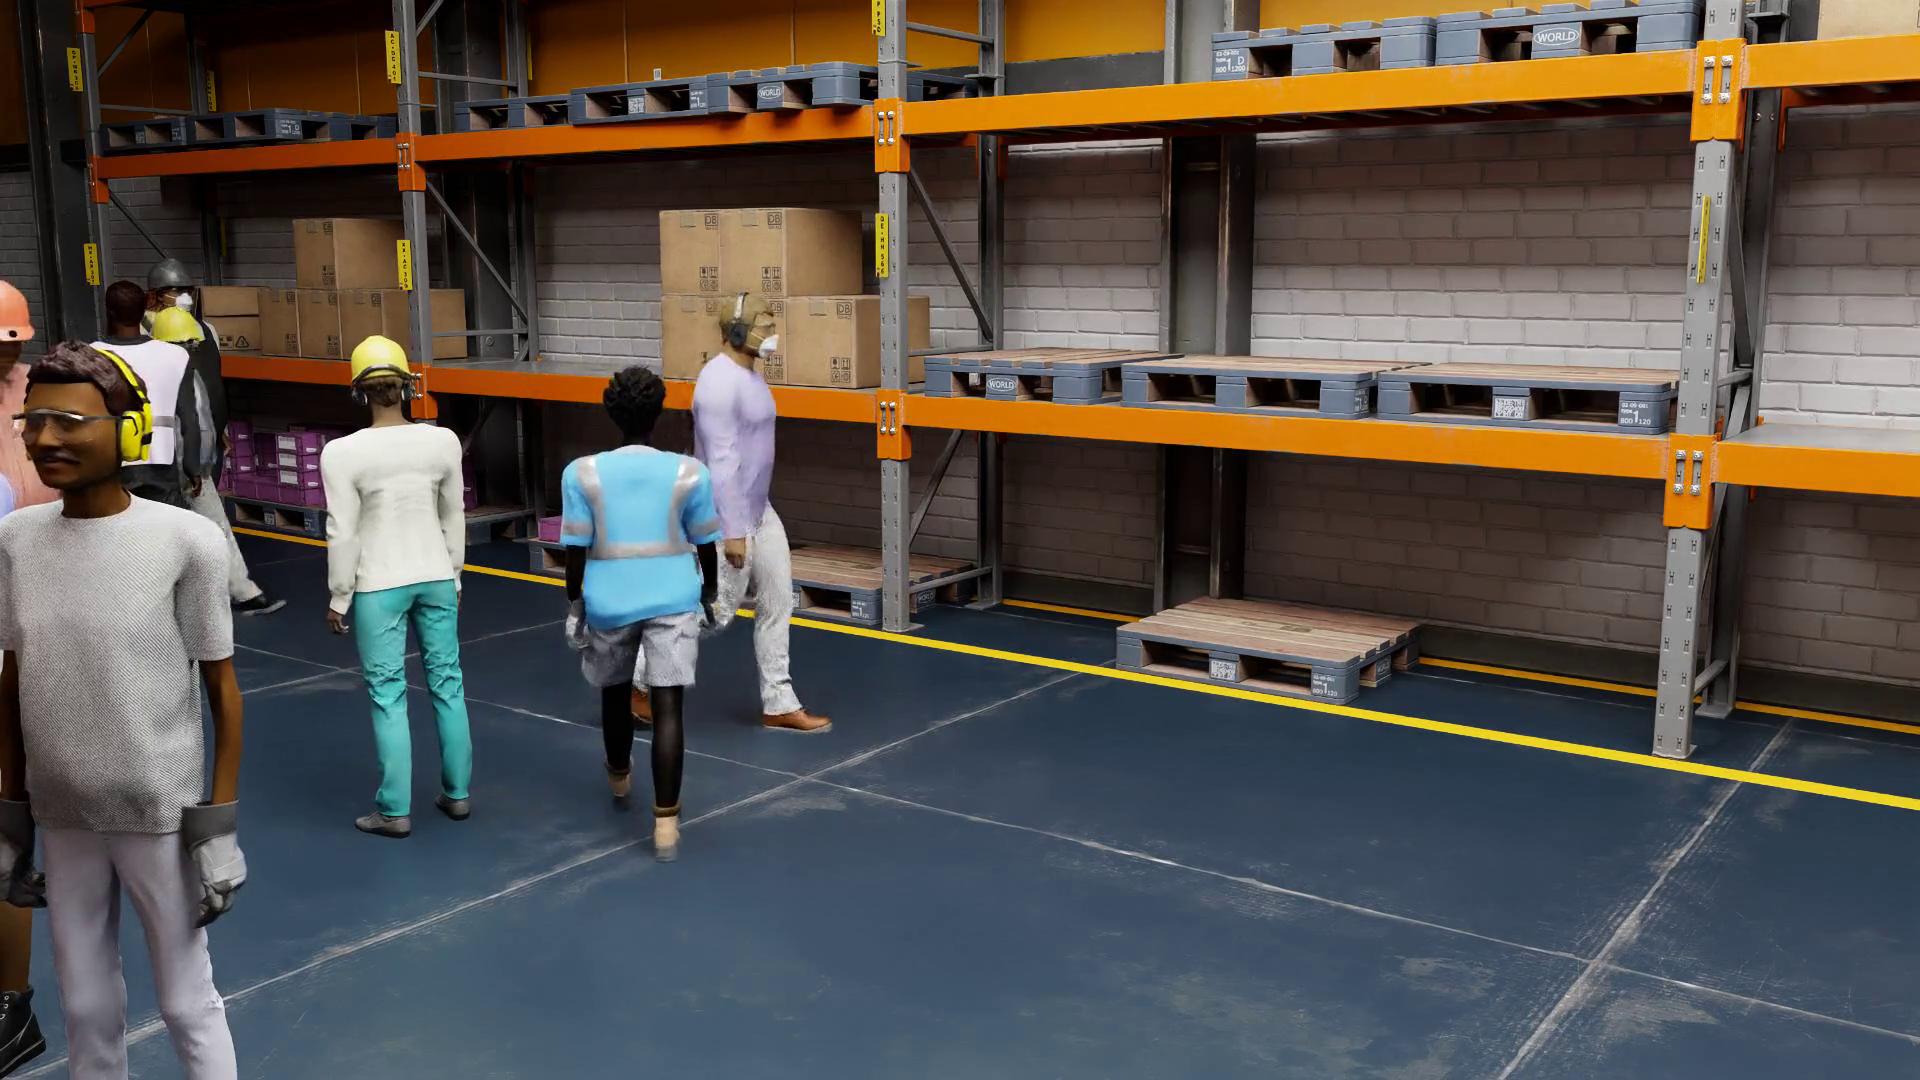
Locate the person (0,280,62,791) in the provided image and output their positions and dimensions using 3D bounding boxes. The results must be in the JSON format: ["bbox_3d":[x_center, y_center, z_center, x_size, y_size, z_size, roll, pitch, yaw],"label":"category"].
[{"bbox_3d":[-3.587,0.007,6.238,0.661,1.956,0.648,6,11,32],"label":"person"}]

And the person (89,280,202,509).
[{"bbox_3d":[-4.262,-0.379,8.647,0.596,1.921,0.381,-6,11,-30],"label":"person"}]

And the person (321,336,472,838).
[{"bbox_3d":[-1.987,0.167,5.874,0.329,1.763,0.523,9,13,44],"label":"person"}]

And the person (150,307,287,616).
[{"bbox_3d":[-4.352,-0.409,9.275,0.939,1.779,0.616,0,10,0],"label":"person"}]

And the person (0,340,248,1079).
[{"bbox_3d":[-1.646,0.553,3.242,0.514,1.876,0.328,1,10,4],"label":"person"}]

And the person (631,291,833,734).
[{"bbox_3d":[-1.032,-0.095,7.045,0.888,1.910,0.637,2,10,11],"label":"person"}]

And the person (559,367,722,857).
[{"bbox_3d":[-1.115,0.219,5.876,0.552,1.646,0.875,-2,10,-10],"label":"person"}]

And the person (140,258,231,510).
[{"bbox_3d":[-4.725,-0.690,10.148,0.538,2.000,0.683,5,11,27],"label":"person"}]

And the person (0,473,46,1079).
[{"bbox_3d":[-2.532,0.384,4.055,0.542,1.939,0.359,4,10,24],"label":"person"}]
